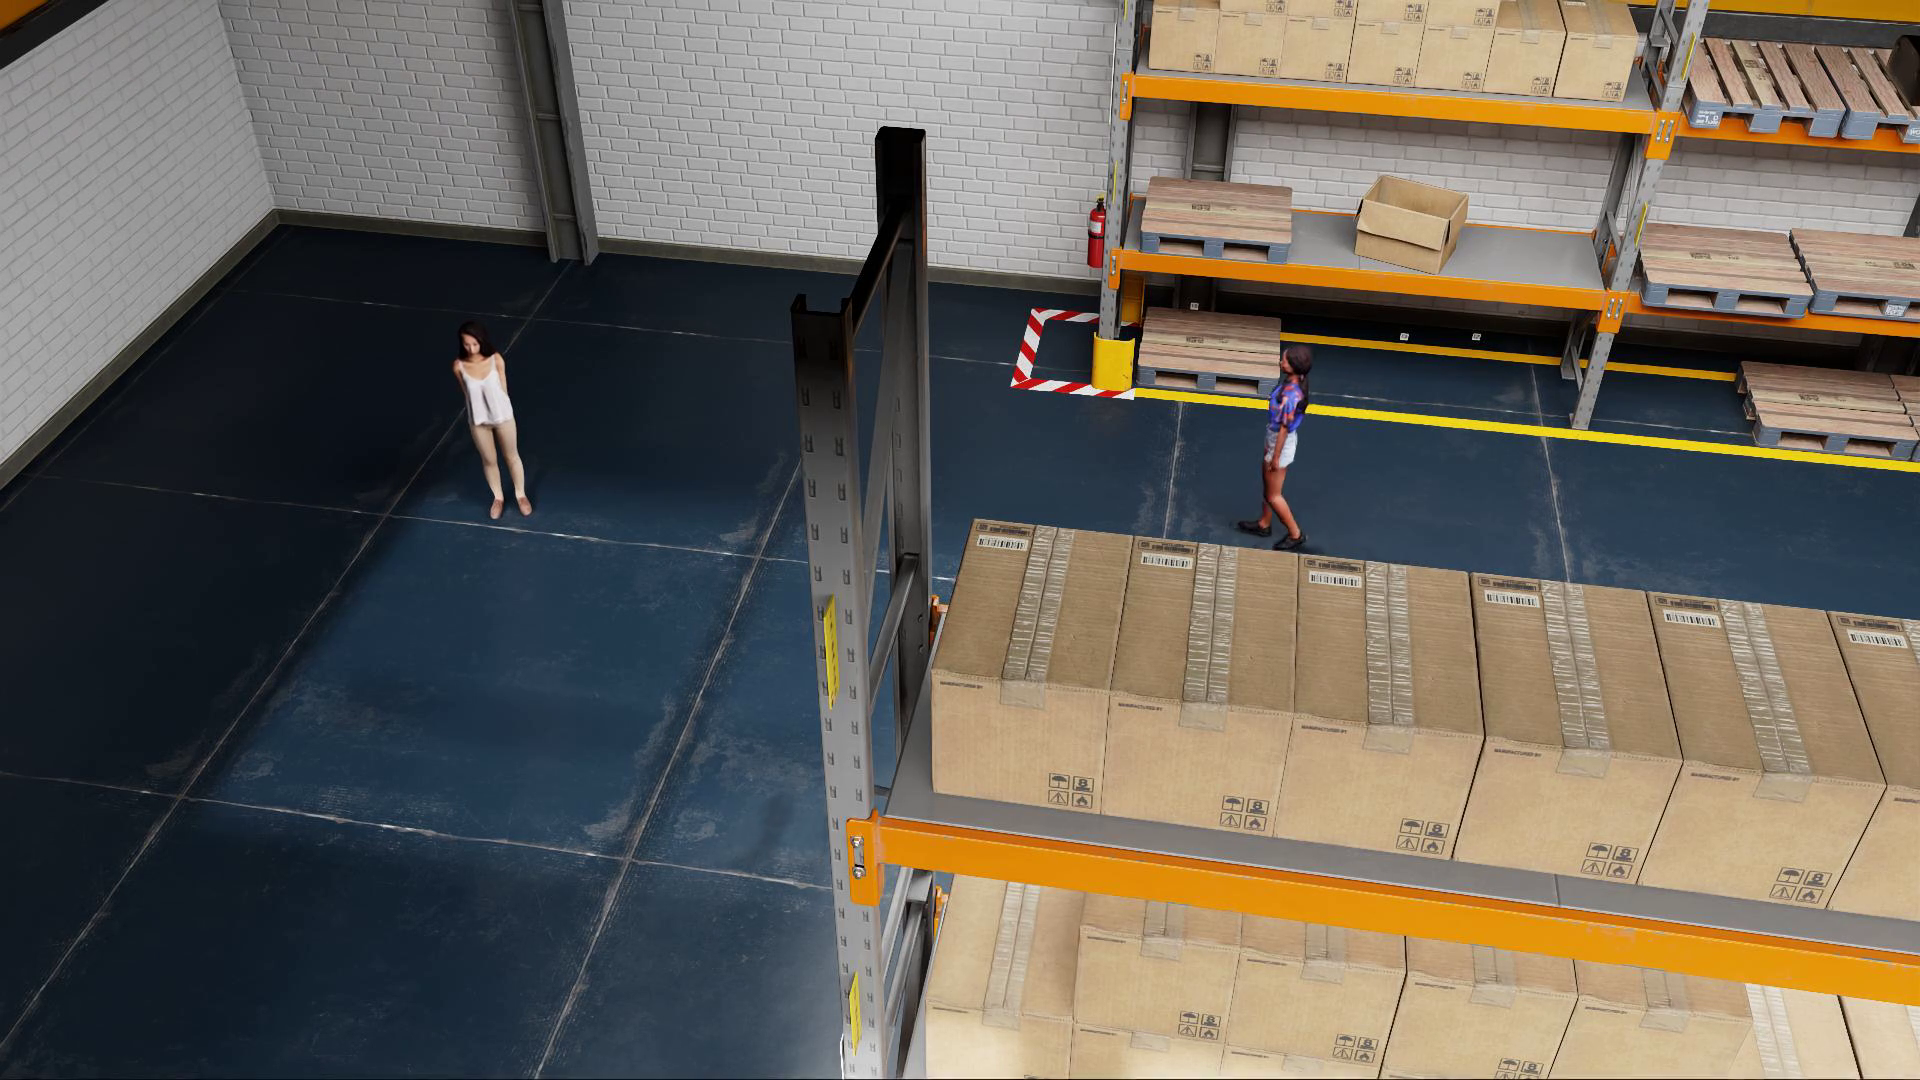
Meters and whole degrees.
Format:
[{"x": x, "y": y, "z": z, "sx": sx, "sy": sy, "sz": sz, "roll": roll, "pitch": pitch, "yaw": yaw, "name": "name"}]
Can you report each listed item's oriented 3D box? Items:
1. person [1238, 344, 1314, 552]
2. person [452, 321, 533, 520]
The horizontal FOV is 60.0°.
[{"x": 2.393, "y": -0.673, "z": 12.176, "sx": 0.811, "sy": 1.740, "sz": 0.657, "roll": 12, "pitch": 40, "yaw": 14, "name": "person"}, {"x": -3.554, "y": -0.938, "z": 12.578, "sx": 0.647, "sy": 1.652, "sz": 0.703, "roll": -24, "pitch": 44, "yaw": -27, "name": "person"}]
